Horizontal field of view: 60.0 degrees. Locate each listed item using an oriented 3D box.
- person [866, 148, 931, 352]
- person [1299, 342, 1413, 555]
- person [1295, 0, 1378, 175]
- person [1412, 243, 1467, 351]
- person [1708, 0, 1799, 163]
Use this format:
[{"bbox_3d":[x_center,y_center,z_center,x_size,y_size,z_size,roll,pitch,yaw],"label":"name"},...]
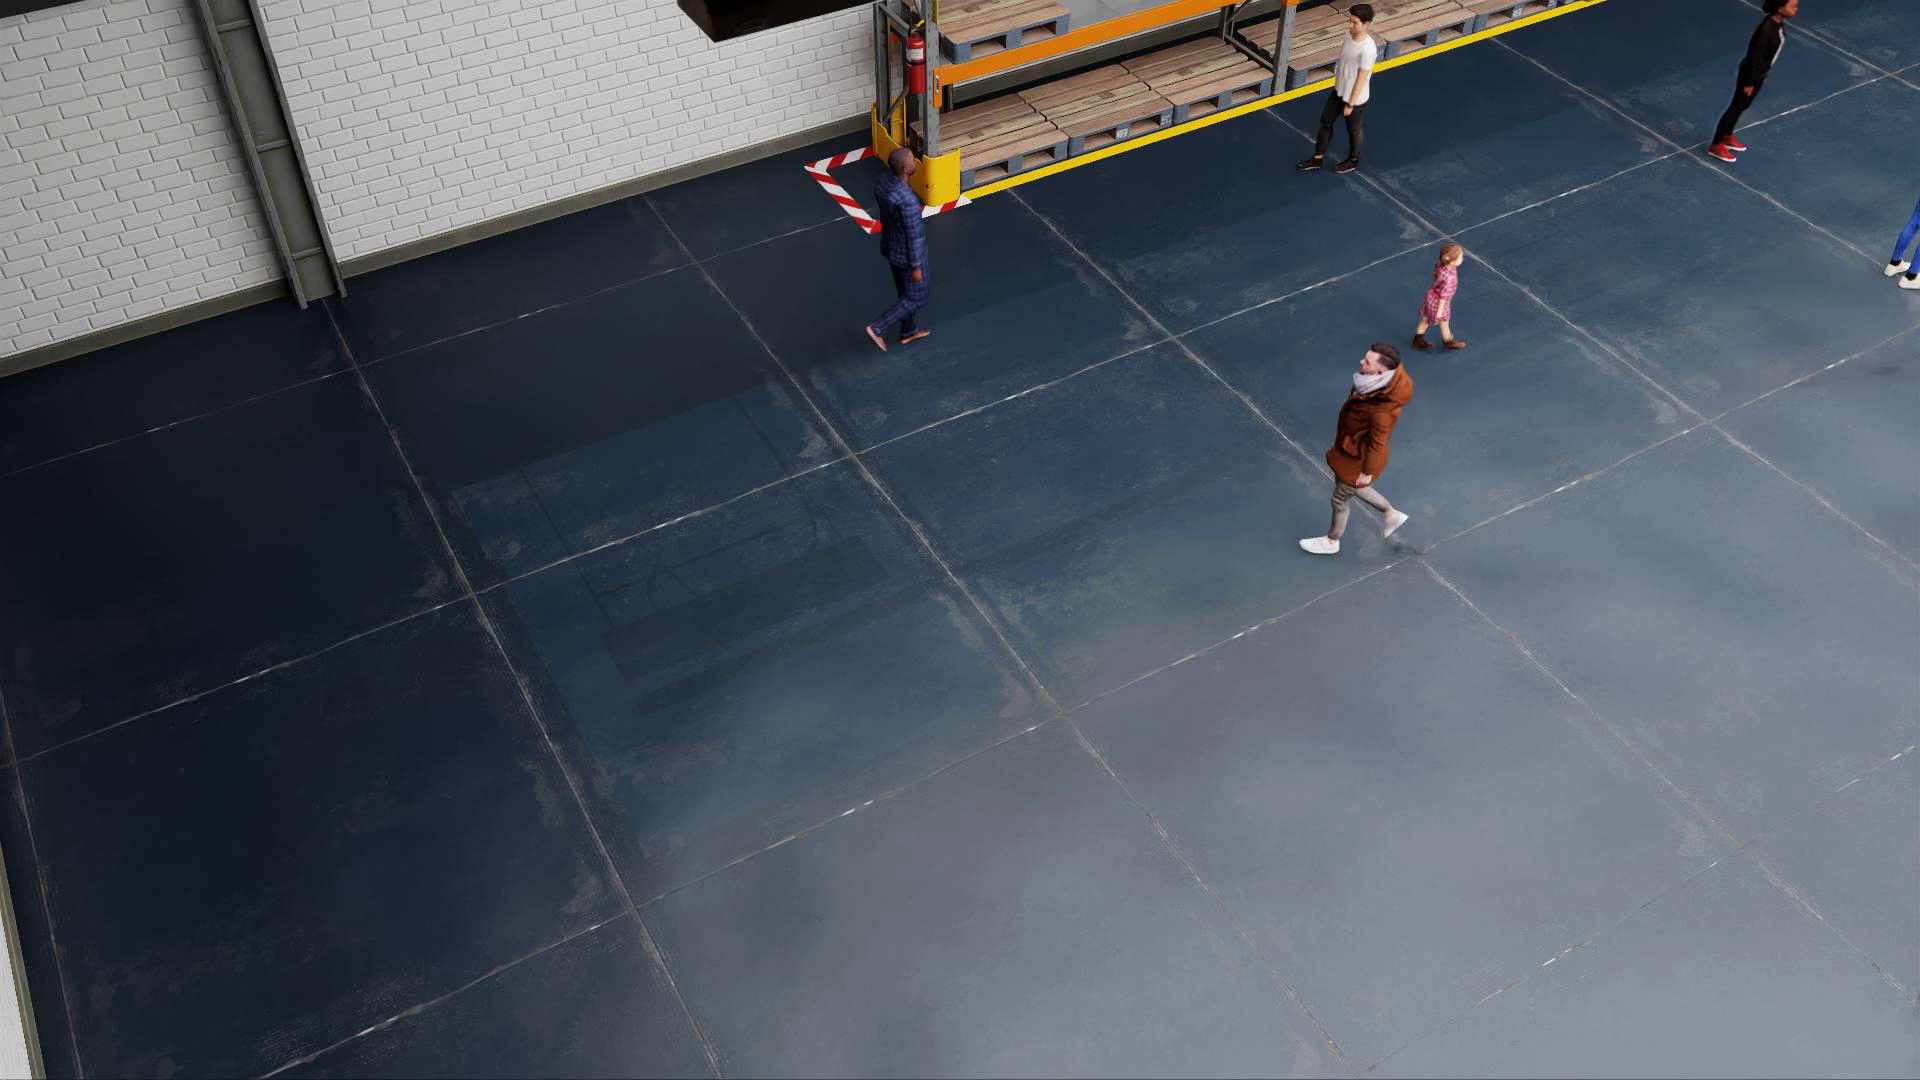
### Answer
[{"bbox_3d":[-0.506,-2.236,13.109,0.821,1.802,0.682,-20,47,-20],"label":"person"},{"bbox_3d":[2.816,-0.590,11.366,1.108,1.822,1.017,5,44,6],"label":"person"},{"bbox_3d":[3.635,-4.094,15.134,0.916,1.699,0.757,-13,45,-14],"label":"person"},{"bbox_3d":[3.806,-1.941,13.374,0.715,1.009,0.597,-2,44,-2],"label":"person"},{"bbox_3d":[7.339,-4.318,15.389,0.710,1.672,0.568,30,51,28],"label":"person"}]
